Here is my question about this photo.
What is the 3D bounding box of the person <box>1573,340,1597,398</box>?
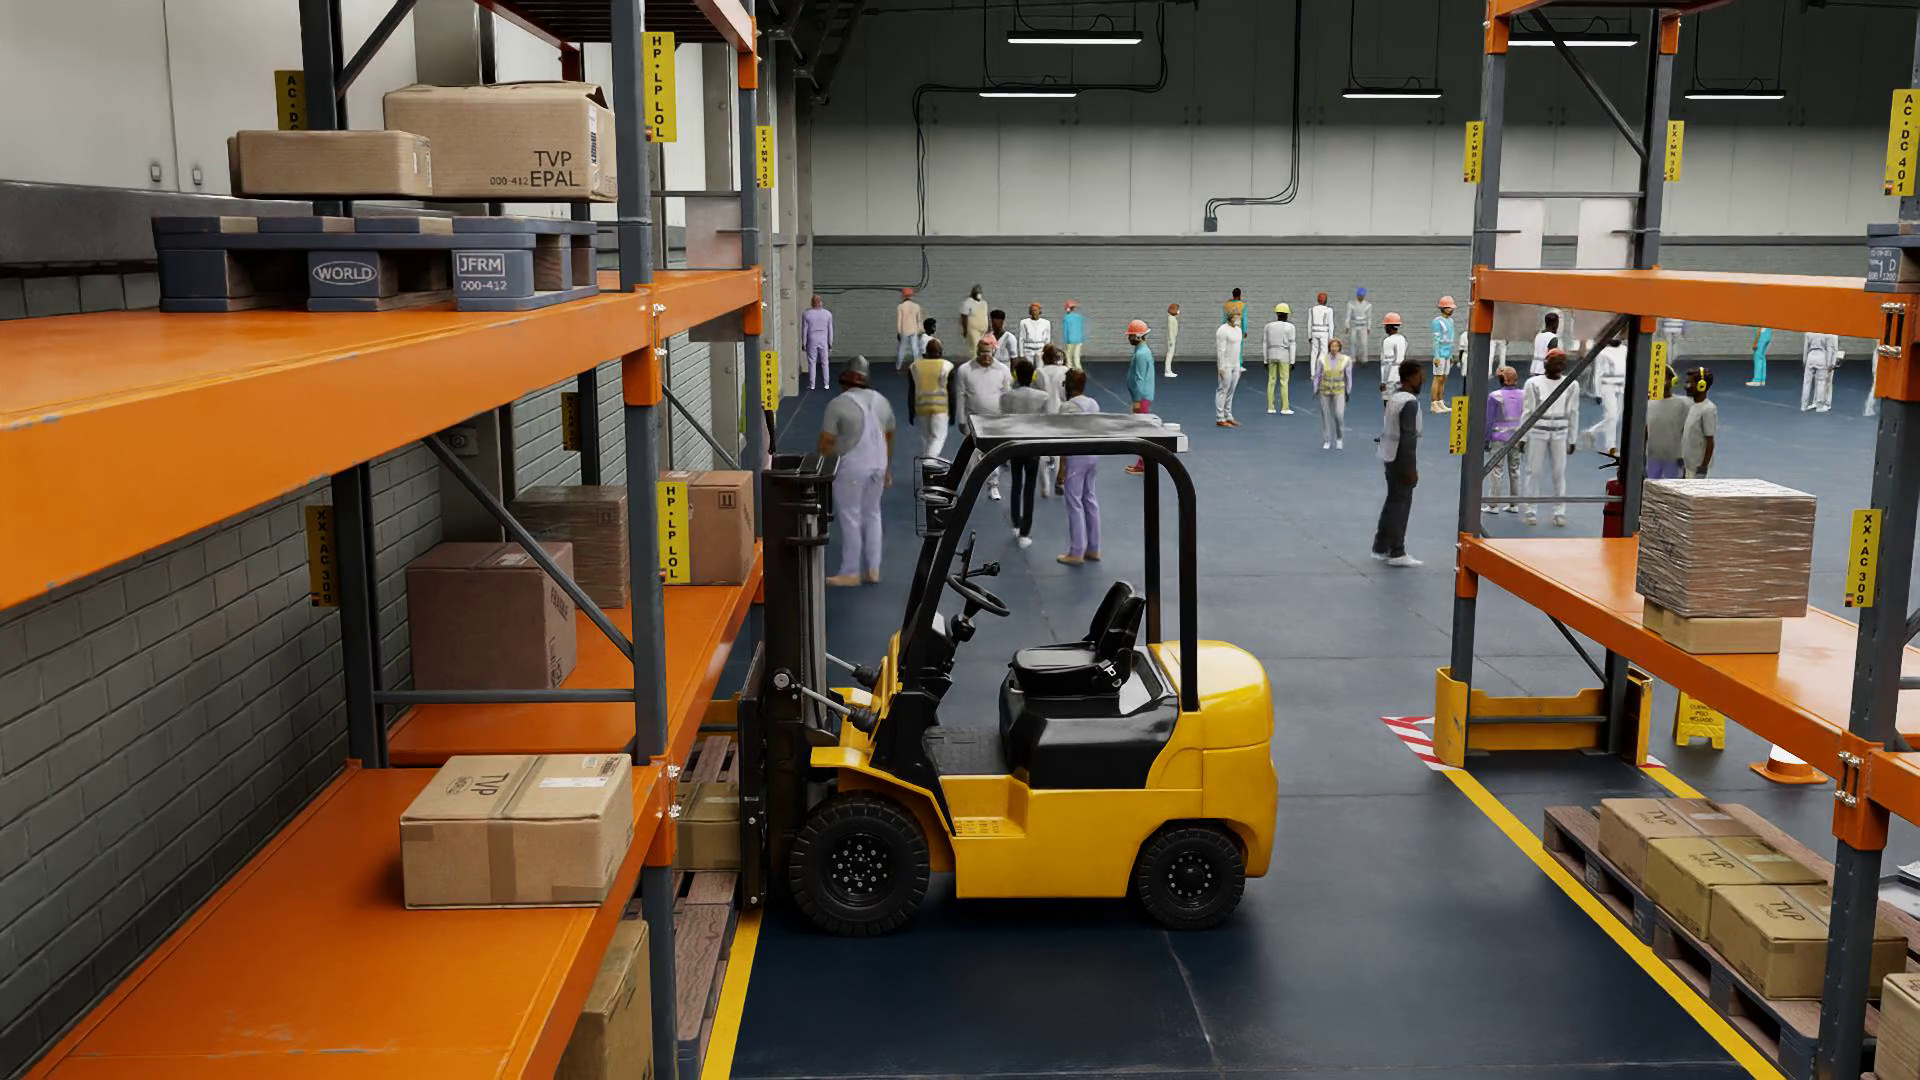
[{"bbox_3d":[11.947,-3.633,31.885,0.521,1.830,0.574,5,11,25],"label":"person"}]

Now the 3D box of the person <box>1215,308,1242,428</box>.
[{"bbox_3d":[4.349,-2.779,26.847,0.376,1.933,0.627,8,13,38],"label":"person"}]

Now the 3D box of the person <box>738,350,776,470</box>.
[{"bbox_3d":[-2.159,-1.113,17.844,0.389,1.837,0.560,-7,13,-35],"label":"person"}]

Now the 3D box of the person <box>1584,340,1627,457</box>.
[{"bbox_3d":[9.035,-2.087,23.178,0.587,1.863,0.691,-6,12,-28],"label":"person"}]

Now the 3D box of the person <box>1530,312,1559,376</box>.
[{"bbox_3d":[8.984,-2.533,25.541,0.397,1.911,0.587,-1,10,-5],"label":"person"}]

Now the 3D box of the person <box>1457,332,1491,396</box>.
[{"bbox_3d":[9.117,-3.116,29.440,0.544,1.659,0.749,1,10,5],"label":"person"}]

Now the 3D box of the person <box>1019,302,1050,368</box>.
[{"bbox_3d":[1.362,-3.395,30.418,0.574,1.883,0.355,0,10,-1],"label":"person"}]

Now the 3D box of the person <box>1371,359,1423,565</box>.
[{"bbox_3d":[4.088,-0.712,15.451,0.435,1.895,0.640,0,10,0],"label":"person"}]

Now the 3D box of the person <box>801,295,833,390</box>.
[{"bbox_3d":[-2.902,-3.993,33.680,0.651,1.906,0.403,-3,11,-17],"label":"person"}]

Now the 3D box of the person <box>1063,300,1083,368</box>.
[{"bbox_3d":[2.435,-4.325,36.045,0.570,1.725,0.456,-6,12,-32],"label":"person"}]

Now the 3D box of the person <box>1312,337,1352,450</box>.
[{"bbox_3d":[5.339,-2.093,23.901,0.535,1.622,0.539,3,11,18],"label":"person"}]

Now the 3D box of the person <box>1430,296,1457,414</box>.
[{"bbox_3d":[8.445,-3.223,29.010,0.375,2.043,0.611,8,13,39],"label":"person"}]

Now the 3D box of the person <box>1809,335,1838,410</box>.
[{"bbox_3d":[15.378,-3.127,29.604,0.311,1.636,0.523,-2,10,-12],"label":"person"}]

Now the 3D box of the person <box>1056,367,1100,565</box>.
[{"bbox_3d":[1.111,-0.694,15.536,0.370,1.833,0.519,9,13,41],"label":"person"}]

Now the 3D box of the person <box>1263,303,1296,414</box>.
[{"bbox_3d":[5.550,-3.139,28.880,0.587,1.922,0.383,7,13,36],"label":"person"}]

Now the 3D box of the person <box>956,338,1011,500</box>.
[{"bbox_3d":[0.278,-1.389,19.240,0.643,1.891,0.395,0,10,-3],"label":"person"}]

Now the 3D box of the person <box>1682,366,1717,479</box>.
[{"bbox_3d":[6.667,-0.640,15.103,0.312,1.869,0.537,2,10,10],"label":"person"}]

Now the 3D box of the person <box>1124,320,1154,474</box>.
[{"bbox_3d":[2.307,-1.843,21.501,0.406,1.987,0.608,1,10,7],"label":"person"}]

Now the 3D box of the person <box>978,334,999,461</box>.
[{"bbox_3d":[0.367,-1.918,22.580,0.361,1.742,0.565,7,12,33],"label":"person"}]

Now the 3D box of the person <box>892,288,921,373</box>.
[{"bbox_3d":[-1.190,-4.705,37.554,0.663,1.936,1.019,-5,12,-28],"label":"person"}]

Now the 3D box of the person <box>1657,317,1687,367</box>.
[{"bbox_3d":[16.893,-4.999,39.547,0.614,1.809,0.623,0,10,-1],"label":"person"}]

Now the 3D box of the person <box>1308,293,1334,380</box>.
[{"bbox_3d":[7.848,-4.429,36.170,0.585,1.882,0.340,8,13,39],"label":"person"}]

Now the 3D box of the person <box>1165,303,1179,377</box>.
[{"bbox_3d":[4.713,-4.433,36.919,0.279,1.627,0.499,2,10,13],"label":"person"}]

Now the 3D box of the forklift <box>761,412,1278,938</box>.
[{"bbox_3d":[0.291,0.548,7.580,2.313,2.155,1.214,0,10,-2],"label":"forklift"}]

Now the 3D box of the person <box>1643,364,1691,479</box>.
[{"bbox_3d":[6.701,-0.752,15.831,0.410,1.844,0.532,-9,13,-40],"label":"person"}]

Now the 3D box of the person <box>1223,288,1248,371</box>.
[{"bbox_3d":[6.373,-4.865,38.503,0.593,1.920,0.392,7,12,34],"label":"person"}]

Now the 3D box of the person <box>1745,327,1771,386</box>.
[{"bbox_3d":[16.619,-4.108,34.532,0.357,1.835,0.516,10,14,44],"label":"person"}]

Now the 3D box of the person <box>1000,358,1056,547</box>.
[{"bbox_3d":[0.679,-0.885,16.584,0.531,1.829,0.917,2,10,11],"label":"person"}]

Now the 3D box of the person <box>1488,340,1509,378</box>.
[{"bbox_3d":[11.811,-4.466,36.523,0.590,1.840,0.980,7,12,32],"label":"person"}]

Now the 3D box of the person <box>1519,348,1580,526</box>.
[{"bbox_3d":[6.218,-1.082,17.550,0.588,1.879,0.364,2,10,9],"label":"person"}]

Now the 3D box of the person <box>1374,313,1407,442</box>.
[{"bbox_3d":[6.415,-2.418,24.819,0.360,1.935,0.552,8,13,39],"label":"person"}]

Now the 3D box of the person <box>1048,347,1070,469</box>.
[{"bbox_3d":[1.260,-1.736,21.923,0.556,1.609,0.446,-6,12,-32],"label":"person"}]

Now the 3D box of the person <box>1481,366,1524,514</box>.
[{"bbox_3d":[5.997,-1.094,18.300,0.515,1.634,0.312,-3,11,-16],"label":"person"}]

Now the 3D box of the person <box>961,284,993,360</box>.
[{"bbox_3d":[0.488,-4.866,38.165,0.695,2.000,0.923,-10,14,-44],"label":"person"}]

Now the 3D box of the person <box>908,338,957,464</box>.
[{"bbox_3d":[-0.354,-1.604,20.655,0.626,1.812,0.875,3,11,16],"label":"person"}]

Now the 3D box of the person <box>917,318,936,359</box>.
[{"bbox_3d":[-0.569,-2.978,28.660,0.333,1.686,0.532,2,10,12],"label":"person"}]

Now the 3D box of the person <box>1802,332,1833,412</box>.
[{"bbox_3d":[15.155,-3.140,29.384,0.312,1.743,0.489,-8,13,-38],"label":"person"}]

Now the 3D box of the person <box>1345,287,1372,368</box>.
[{"bbox_3d":[9.452,-5.020,39.417,0.635,1.901,0.964,1,10,4],"label":"person"}]

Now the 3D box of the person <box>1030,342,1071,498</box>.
[{"bbox_3d":[1.044,-1.396,19.443,0.513,1.833,0.397,0,10,-1],"label":"person"}]

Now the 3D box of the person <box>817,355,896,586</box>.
[{"bbox_3d":[-0.964,-0.622,14.524,0.841,2.000,0.535,-10,14,-43],"label":"person"}]

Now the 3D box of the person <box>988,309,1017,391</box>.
[{"bbox_3d":[0.600,-2.540,25.416,0.608,1.966,0.370,9,14,42],"label":"person"}]
